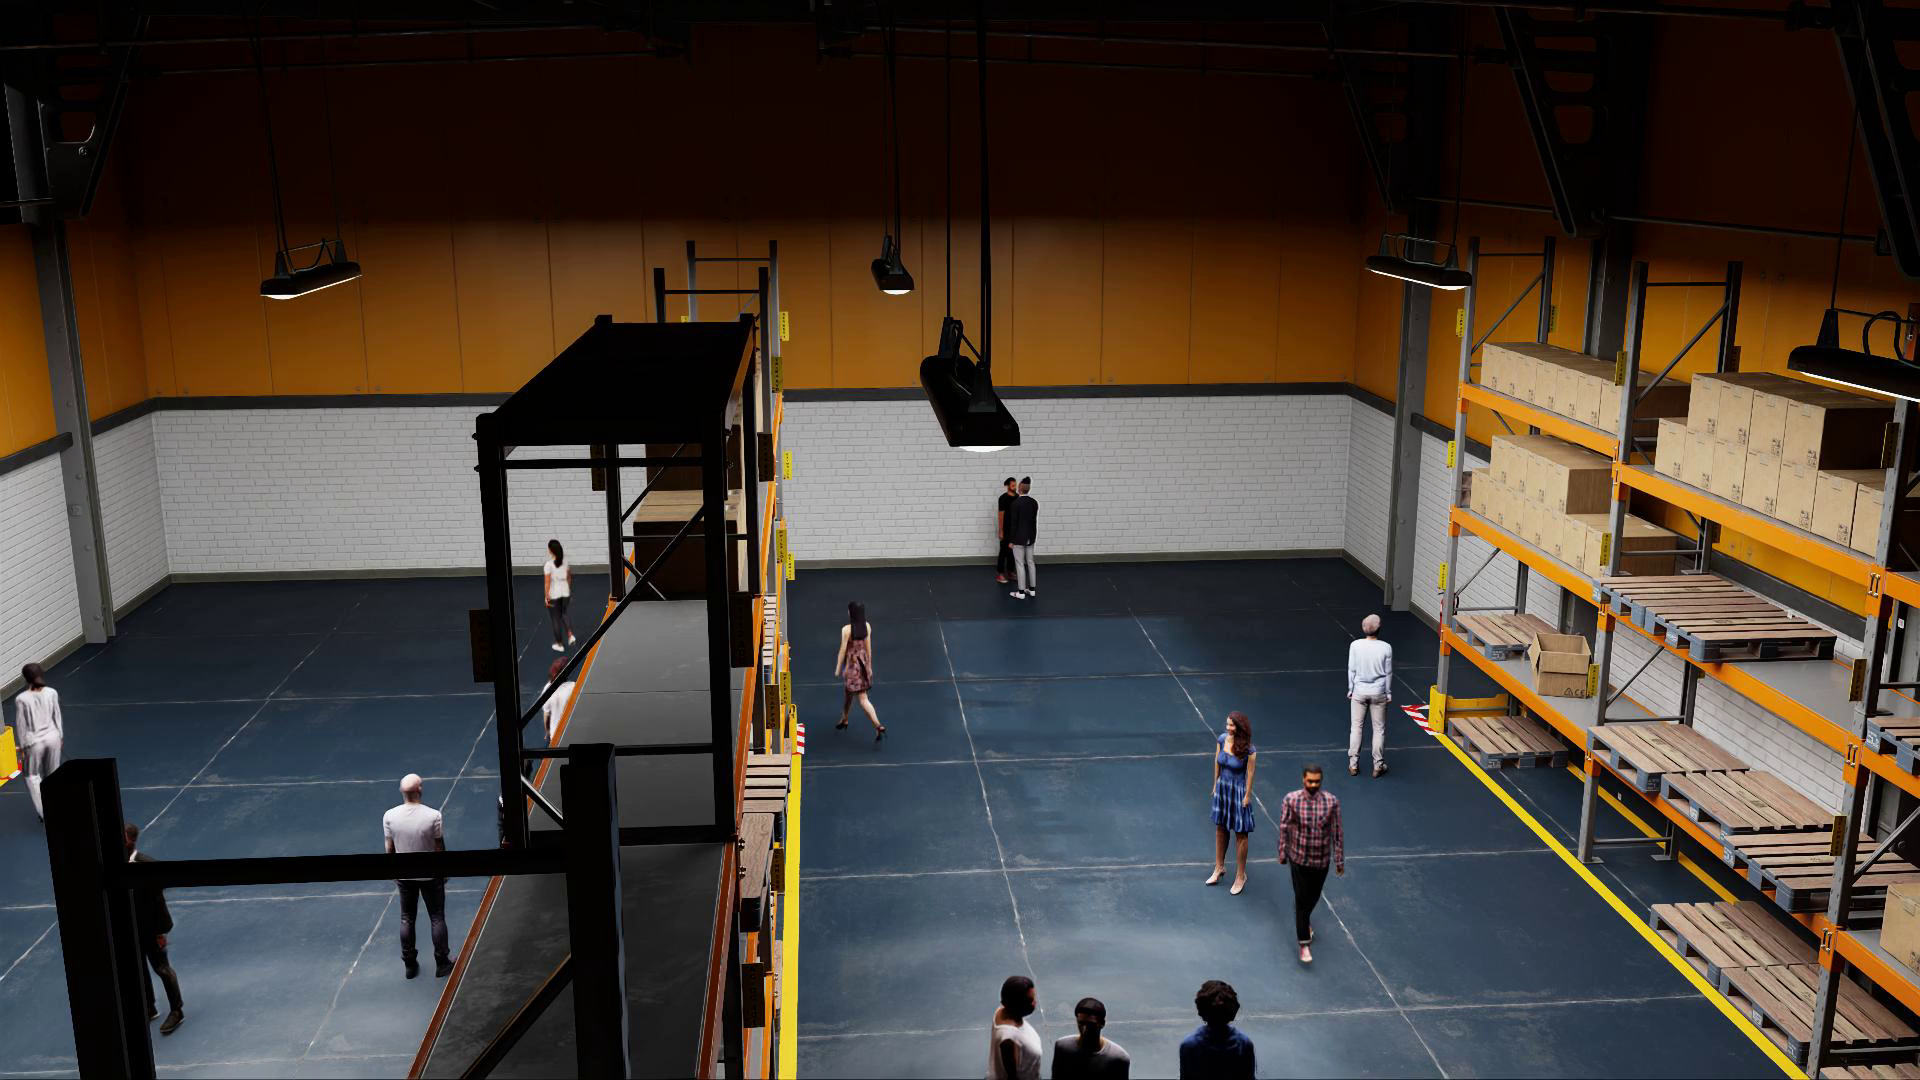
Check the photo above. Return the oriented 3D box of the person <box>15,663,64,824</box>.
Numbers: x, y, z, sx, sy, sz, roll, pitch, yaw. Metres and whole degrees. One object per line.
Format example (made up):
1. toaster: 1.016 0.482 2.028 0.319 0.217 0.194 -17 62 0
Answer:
1. person: -9.684 2.161 17.557 0.803 1.766 0.877 -12 18 -40

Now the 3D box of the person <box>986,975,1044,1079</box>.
1. person: 0.374 3.732 11.236 0.727 1.687 0.575 0 14 1

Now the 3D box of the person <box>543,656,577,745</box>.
1. person: -4.220 2.127 17.663 0.652 1.782 0.912 0 14 0

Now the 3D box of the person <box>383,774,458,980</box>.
1. person: -4.681 2.896 14.375 0.666 1.835 0.593 0 14 -1

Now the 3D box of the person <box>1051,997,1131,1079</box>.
1. person: 0.816 3.787 10.631 0.731 1.864 0.678 4 14 14

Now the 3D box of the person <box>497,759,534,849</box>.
1. person: -3.826 2.798 14.675 0.792 1.883 0.887 2 14 7

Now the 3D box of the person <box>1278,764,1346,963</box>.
1. person: 3.137 2.819 14.937 0.787 1.720 1.128 0 14 2

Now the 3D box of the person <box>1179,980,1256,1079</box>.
1. person: 1.671 3.788 10.821 0.746 1.774 1.173 0 14 1

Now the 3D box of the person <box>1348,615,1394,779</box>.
1. person: 4.664 1.761 18.934 0.737 1.894 0.729 5 14 19

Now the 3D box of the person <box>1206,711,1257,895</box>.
1. person: 2.620 2.510 16.029 0.813 1.806 0.721 -12 18 -41

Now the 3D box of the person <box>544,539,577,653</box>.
1. person: -5.612 0.800 23.450 0.811 1.637 0.750 12 18 40

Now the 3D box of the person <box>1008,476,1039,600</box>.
1. person: 1.009 -0.056 26.322 0.798 1.949 0.802 -11 17 -37

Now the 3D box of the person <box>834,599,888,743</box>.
1. person: -1.196 1.611 19.906 1.211 1.728 1.132 12 18 40

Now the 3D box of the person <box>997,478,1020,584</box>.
1. person: 0.803 -0.171 27.222 0.763 1.749 0.718 13 19 43

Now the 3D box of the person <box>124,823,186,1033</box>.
1. person: -6.623 3.132 13.489 0.730 1.793 0.680 3 14 14
